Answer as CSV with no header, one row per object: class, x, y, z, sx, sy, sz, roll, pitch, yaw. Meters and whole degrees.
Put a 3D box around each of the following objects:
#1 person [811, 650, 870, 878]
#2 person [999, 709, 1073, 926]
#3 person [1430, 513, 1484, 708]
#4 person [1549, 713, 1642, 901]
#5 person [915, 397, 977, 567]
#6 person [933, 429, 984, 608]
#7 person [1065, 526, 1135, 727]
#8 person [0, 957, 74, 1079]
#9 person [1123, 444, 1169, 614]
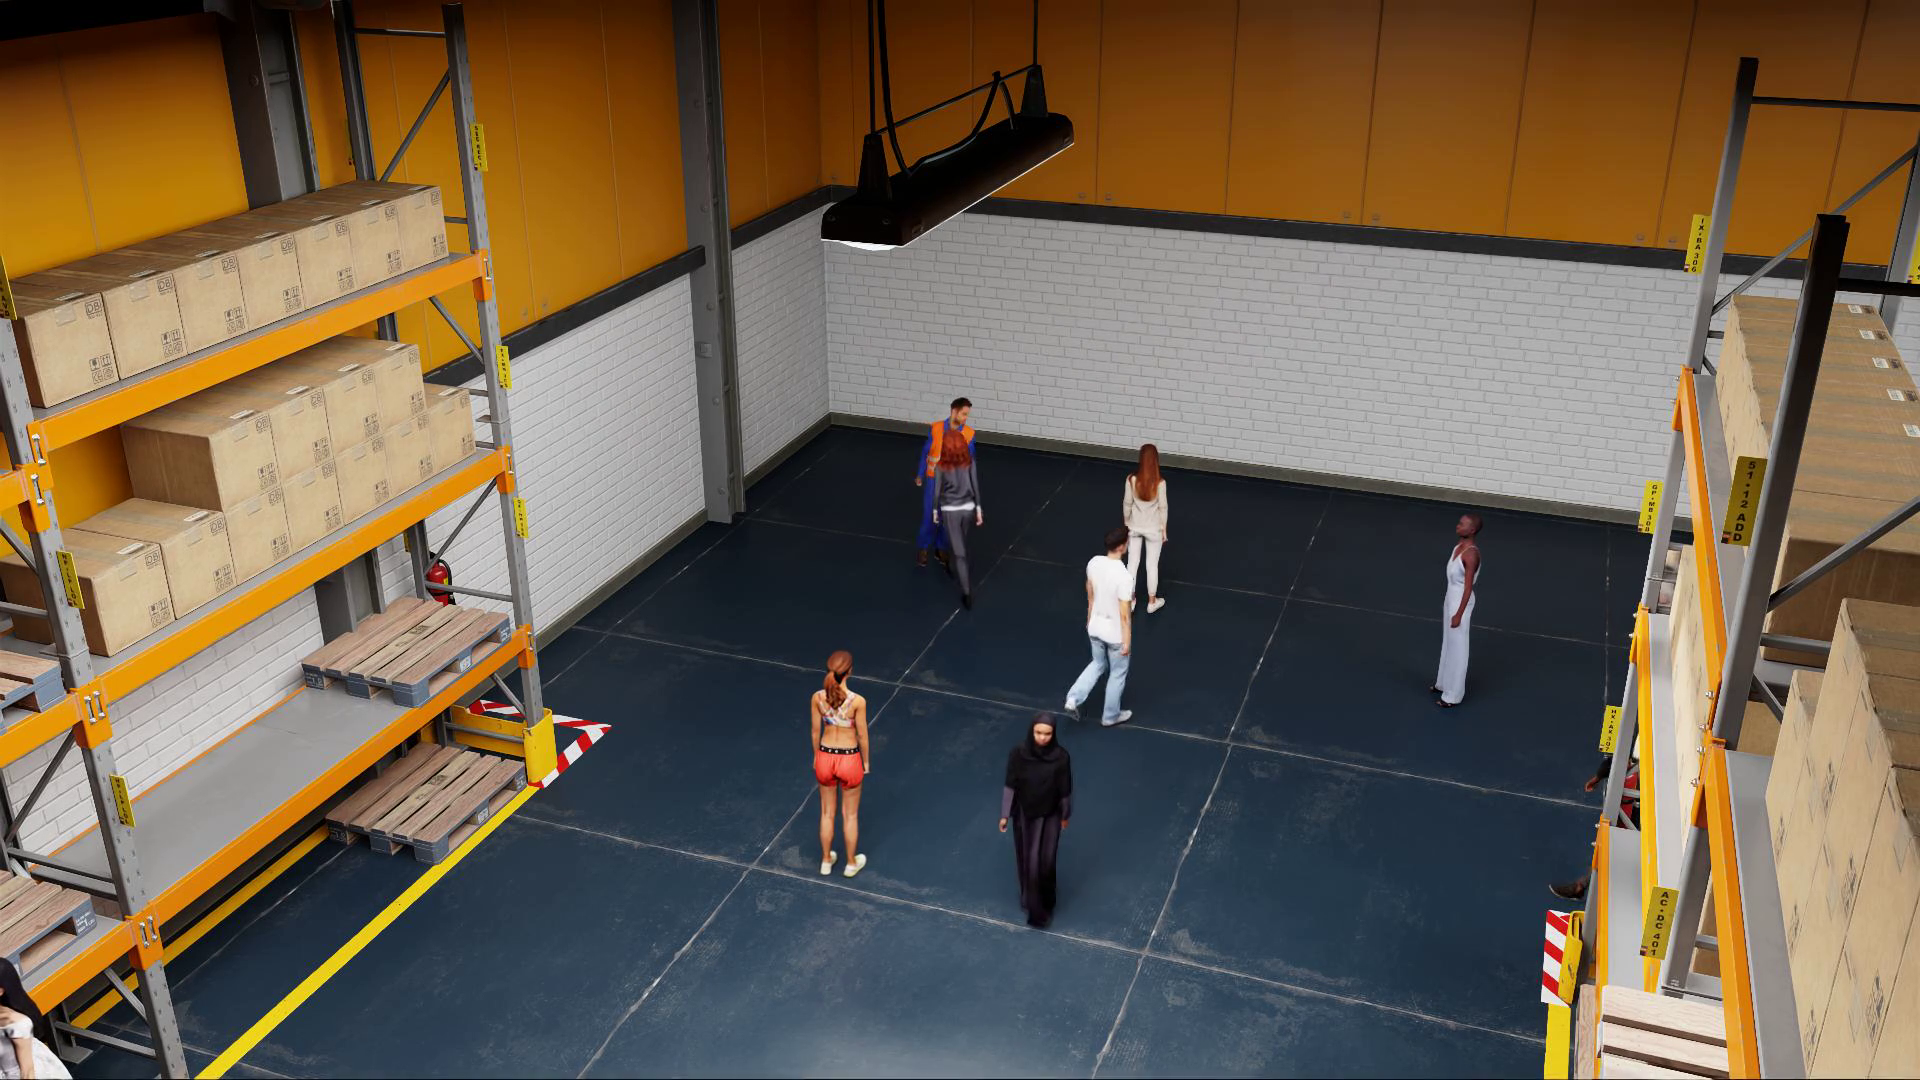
person,-0.874,1.621,11.981,0.605,1.786,0.568,4,24,10
person,0.570,1.857,11.663,0.603,1.610,0.797,9,25,20
person,4.306,0.590,14.345,0.685,1.784,0.524,1,24,1
person,4.849,1.812,11.608,1.070,1.736,1.259,0,24,-1
person,-0.179,-0.587,17.008,0.861,1.806,0.818,3,24,6
person,0.007,-0.174,16.162,1.044,1.727,1.170,-7,25,-16
person,1.176,0.768,13.866,1.037,1.840,0.930,-18,29,-35
person,-4.980,2.966,8.927,0.803,1.769,0.777,-18,29,-35
person,1.782,-0.106,16.030,0.587,1.707,0.533,8,25,19
